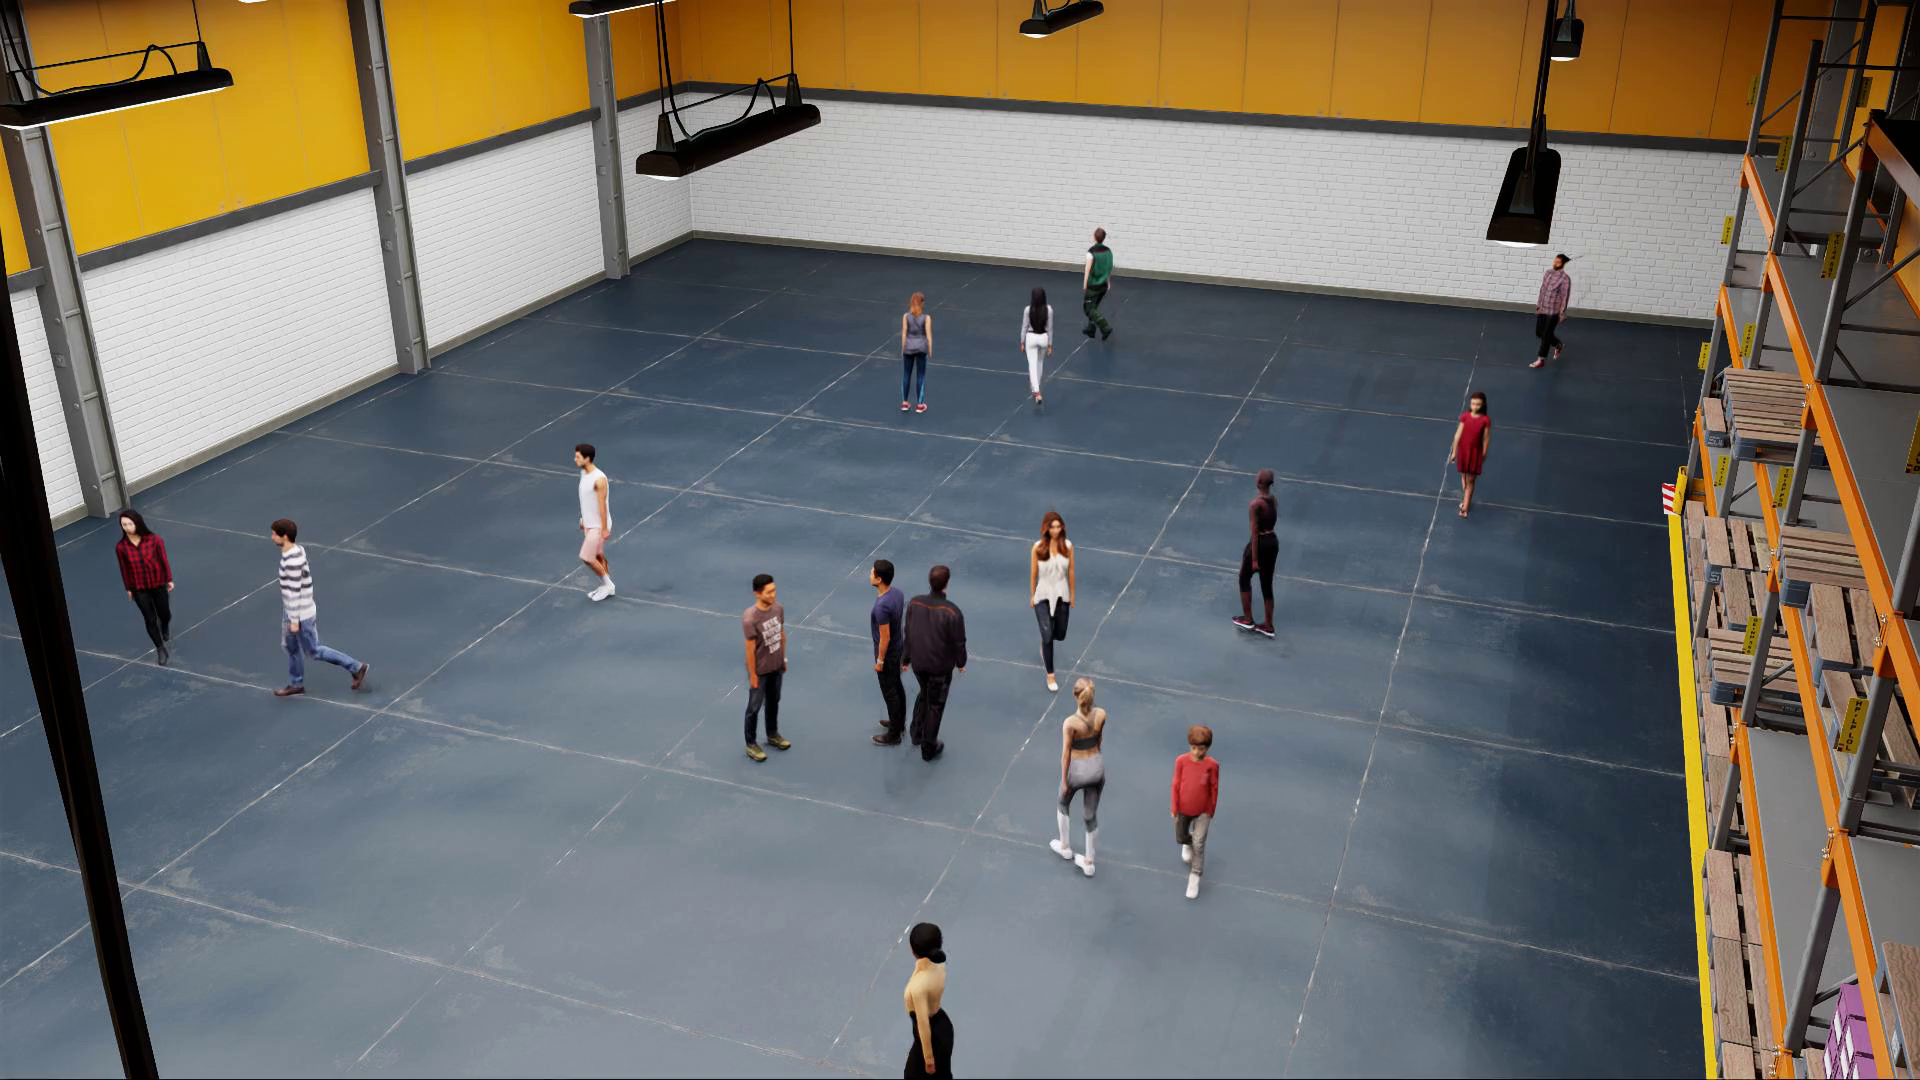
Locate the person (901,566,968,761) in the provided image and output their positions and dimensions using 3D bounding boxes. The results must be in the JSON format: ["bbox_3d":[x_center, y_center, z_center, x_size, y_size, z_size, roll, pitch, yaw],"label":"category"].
[{"bbox_3d":[-0.278,1.132,14.672,0.779,1.820,0.709,13,27,28],"label":"person"}]

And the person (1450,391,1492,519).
[{"bbox_3d":[6.185,-1.079,20.102,0.641,1.522,0.977,13,27,28],"label":"person"}]

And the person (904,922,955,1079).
[{"bbox_3d":[-0.143,3.151,10.298,0.693,1.624,0.529,4,24,10],"label":"person"}]

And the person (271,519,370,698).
[{"bbox_3d":[-6.139,0.664,15.739,1.166,1.823,1.111,-10,26,-22],"label":"person"}]

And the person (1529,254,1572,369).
[{"bbox_3d":[9.070,-3.509,25.391,1.089,1.739,1.047,-10,25,-21],"label":"person"}]

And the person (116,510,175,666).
[{"bbox_3d":[-8.045,0.420,16.518,0.816,1.646,0.883,-11,26,-24],"label":"person"}]

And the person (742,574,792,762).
[{"bbox_3d":[-1.757,1.105,14.791,0.747,1.775,0.604,19,30,37],"label":"person"}]

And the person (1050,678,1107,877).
[{"bbox_3d":[1.019,1.899,13.086,0.771,1.684,0.842,-9,25,-20],"label":"person"}]

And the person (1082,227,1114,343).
[{"bbox_3d":[2.207,-4.046,26.508,1.056,1.827,1.024,-17,29,-34],"label":"person"}]

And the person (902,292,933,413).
[{"bbox_3d":[-0.619,-2.651,23.445,0.634,1.725,0.603,4,24,8],"label":"person"}]

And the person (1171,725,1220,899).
[{"bbox_3d":[1.837,2.058,13.080,0.525,1.398,0.861,7,24,15],"label":"person"}]

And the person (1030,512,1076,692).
[{"bbox_3d":[0.867,0.541,16.089,0.884,1.768,1.050,-4,24,-9],"label":"person"}]

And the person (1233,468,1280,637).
[{"bbox_3d":[3.139,0.162,17.018,0.873,1.720,0.832,20,31,38],"label":"person"}]

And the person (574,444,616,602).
[{"bbox_3d":[-3.810,-0.194,17.770,0.857,1.768,0.809,-14,27,-29],"label":"person"}]

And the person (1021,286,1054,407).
[{"bbox_3d":[1.112,-2.736,23.692,0.967,1.683,1.271,-3,24,-6],"label":"person"}]

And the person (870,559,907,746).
[{"bbox_3d":[-0.641,1.004,15.003,0.725,1.791,0.492,5,24,12],"label":"person"}]
